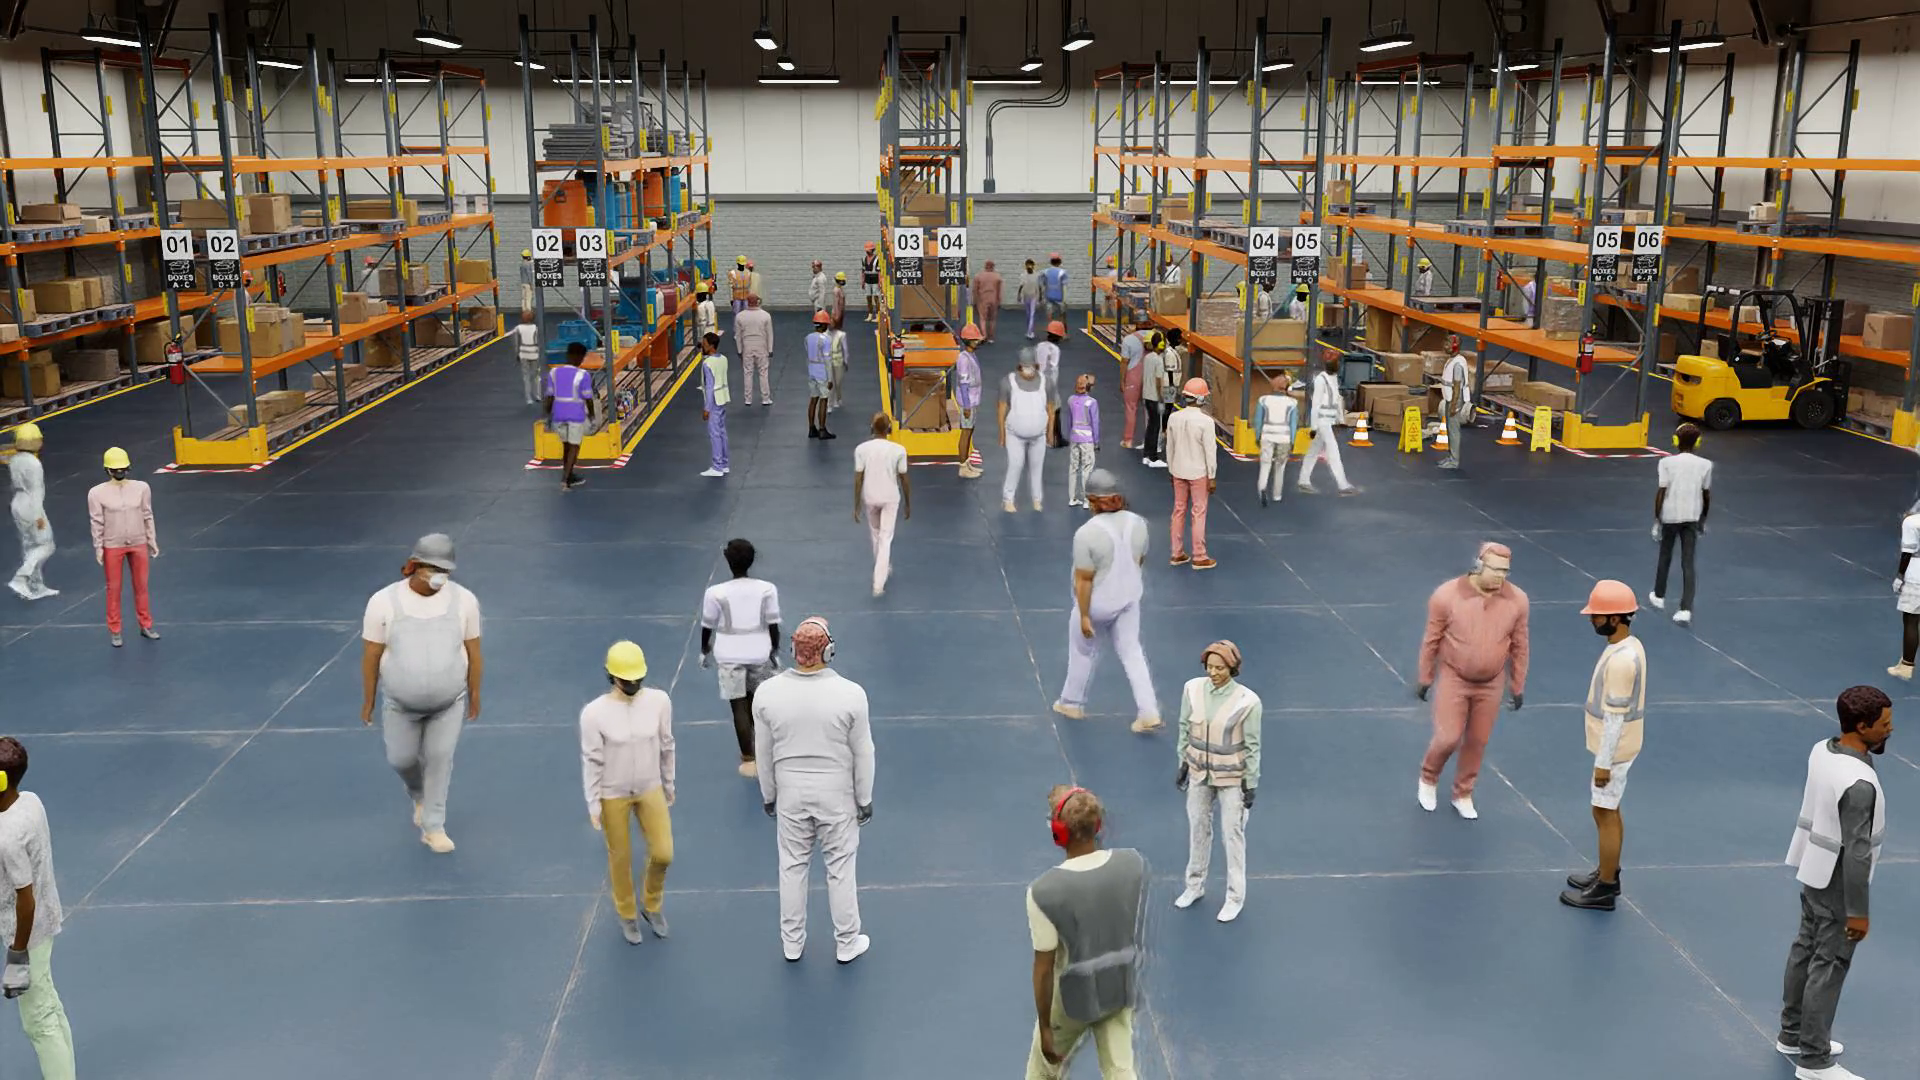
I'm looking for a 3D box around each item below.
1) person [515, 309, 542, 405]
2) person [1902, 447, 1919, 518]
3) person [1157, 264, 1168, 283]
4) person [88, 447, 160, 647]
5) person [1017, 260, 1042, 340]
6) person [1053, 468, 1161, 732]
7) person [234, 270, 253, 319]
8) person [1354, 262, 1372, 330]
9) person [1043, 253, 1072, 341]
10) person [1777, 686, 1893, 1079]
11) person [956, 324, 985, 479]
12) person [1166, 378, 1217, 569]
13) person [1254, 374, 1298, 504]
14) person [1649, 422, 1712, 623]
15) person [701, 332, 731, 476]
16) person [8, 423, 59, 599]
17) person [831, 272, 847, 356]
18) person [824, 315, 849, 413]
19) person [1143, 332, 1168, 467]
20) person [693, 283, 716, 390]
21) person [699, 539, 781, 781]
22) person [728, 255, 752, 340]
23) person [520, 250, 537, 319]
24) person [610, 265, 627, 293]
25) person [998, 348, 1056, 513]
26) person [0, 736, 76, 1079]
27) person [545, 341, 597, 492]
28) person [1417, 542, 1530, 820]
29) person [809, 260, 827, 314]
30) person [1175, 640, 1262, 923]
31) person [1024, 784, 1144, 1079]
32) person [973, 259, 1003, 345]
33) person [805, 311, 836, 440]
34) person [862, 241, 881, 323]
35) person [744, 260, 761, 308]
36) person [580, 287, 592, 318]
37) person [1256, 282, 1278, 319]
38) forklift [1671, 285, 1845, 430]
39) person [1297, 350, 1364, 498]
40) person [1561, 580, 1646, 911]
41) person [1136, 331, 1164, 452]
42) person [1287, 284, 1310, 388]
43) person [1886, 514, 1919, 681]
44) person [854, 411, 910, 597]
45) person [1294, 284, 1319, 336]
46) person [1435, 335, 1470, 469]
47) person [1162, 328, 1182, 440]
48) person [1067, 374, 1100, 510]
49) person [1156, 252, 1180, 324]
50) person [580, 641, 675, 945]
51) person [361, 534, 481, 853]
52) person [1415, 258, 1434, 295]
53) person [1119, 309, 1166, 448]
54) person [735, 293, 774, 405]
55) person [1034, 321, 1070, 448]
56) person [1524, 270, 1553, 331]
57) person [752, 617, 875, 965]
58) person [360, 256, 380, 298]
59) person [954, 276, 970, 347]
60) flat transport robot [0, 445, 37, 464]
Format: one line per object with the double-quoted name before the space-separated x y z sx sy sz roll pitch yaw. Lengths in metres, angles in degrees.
"person" -7.325 -3.125 28.400 0.525 1.624 0.467 0 13 0
"person" 10.929 -0.948 18.529 0.424 1.926 0.631 10 17 37
"person" 4.796 -5.736 39.467 0.306 1.622 0.514 1 13 2
"person" -7.340 0.050 14.645 0.528 1.767 0.330 -12 18 -42
"person" 1.583 -5.488 38.003 0.549 1.814 0.999 4 14 16
"person" 1.142 0.424 12.472 0.693 2.000 1.012 -8 16 -31
"person" -13.907 -4.255 32.414 0.404 1.991 0.625 -10 16 -35
"person" 9.687 -5.864 39.979 0.498 1.634 0.281 -9 16 -35
"person" 2.181 -5.445 37.443 0.607 1.986 0.957 5 14 22
"person" 4.086 1.596 7.769 0.391 1.920 0.593 2 13 9
"person" 0.143 -1.840 22.057 0.372 2.042 0.615 2 13 8
"person" 2.421 -0.694 17.304 0.609 1.995 0.378 13 18 43
"person" 3.855 -1.215 20.357 0.522 1.615 0.673 3 14 14
"person" 6.713 -0.173 15.479 0.543 1.830 0.963 2 13 8
"person" -3.270 -1.814 22.211 0.378 1.919 0.597 3 14 13
"person" -9.004 -0.262 16.064 0.501 1.719 0.523 8 15 31
"person" -2.528 -4.768 35.085 0.349 1.759 0.521 2 13 8
"person" -2.113 -2.955 27.709 0.522 1.614 0.770 0 13 -2
"person" 2.695 -1.924 22.820 0.370 1.858 0.529 -3 14 -13
"person" -4.641 -3.683 30.125 0.403 1.919 0.634 3 14 11
"person" -1.564 0.795 11.723 0.551 1.645 0.893 -6 15 -25
"person" -4.999 -5.550 38.040 0.584 1.919 0.375 -9 16 -32
"person" -11.050 -6.525 42.502 0.312 1.768 0.522 -10 17 -37
"person" -7.802 -5.493 37.874 0.585 1.882 0.344 -12 18 -41
"person" 0.817 -1.332 19.911 0.696 2.000 0.541 -2 13 -10
"person" -4.100 1.741 7.260 0.328 1.872 0.512 -6 15 -24
"person" -4.993 -1.570 21.190 0.684 1.923 0.787 5 14 19
"person" 3.329 0.909 10.778 0.669 1.875 0.494 -1 13 -3
"person" -3.108 -5.166 36.457 0.405 1.903 0.636 -2 13 -9
"person" 1.467 1.351 9.433 0.519 1.633 0.314 11 17 39
"person" 0.494 1.870 6.888 0.590 1.791 0.985 -7 15 -27
"person" 0.649 -5.292 37.055 0.658 1.877 0.748 -2 13 -9
"person" -2.080 -2.475 25.001 0.384 1.928 0.546 -12 18 -42
"person" -2.226 -6.458 41.657 0.611 2.031 0.410 9 16 34
"person" -4.900 -5.728 39.183 0.581 1.733 0.588 -12 18 -42
"person" -9.067 -6.042 40.465 0.330 1.765 0.527 -1 13 -3
"person" 5.732 -3.999 31.238 0.409 2.035 0.605 2 13 7
"forklift" 12.503 -2.886 26.166 2.313 2.155 1.214 -1 13 -3
"person" 4.689 -1.459 20.855 0.946 1.837 0.591 6 15 25
"person" 3.706 1.172 9.555 0.394 1.927 0.550 6 14 23
"person" 2.743 -2.132 23.935 0.297 1.743 0.493 -4 14 -18
"person" 6.193 -3.748 30.397 0.371 1.921 0.595 7 15 28
"person" 7.924 0.327 13.647 0.539 1.681 0.318 -1 13 -5
"person" -0.764 -0.371 16.364 0.521 1.798 0.991 2 13 9
"person" 6.961 -4.383 33.595 0.568 1.690 0.323 1 13 2
"person" 6.743 -1.882 22.689 0.388 1.837 0.560 1 13 6
"person" 3.158 -2.338 24.930 0.319 1.690 0.540 2 13 9
"person" 1.497 -1.192 20.173 0.310 1.642 0.514 -11 17 -39
"person" 4.938 -5.894 39.573 0.584 1.882 0.337 1 13 5
"person" -1.786 1.379 9.035 0.539 1.745 0.442 -7 15 -27
"person" -3.361 0.910 10.412 0.738 2.000 0.666 -5 14 -21
"person" 10.713 -5.586 38.411 0.404 1.823 0.591 0 13 1
"person" 2.629 -2.363 24.277 0.685 2.000 0.535 -4 14 -18
"person" -3.481 -3.242 28.289 0.642 1.909 0.410 0 13 2
"person" 1.268 -2.222 24.035 0.928 1.873 0.680 -11 17 -39
"person" 12.160 -4.794 35.030 0.637 1.823 0.708 -1 13 -5
"person" -0.762 1.341 8.876 0.641 1.909 0.409 2 13 8
"person" -14.275 -6.024 40.428 0.624 1.738 0.563 7 15 26
"person" 0.062 -4.958 36.157 0.307 1.629 0.506 -9 16 -35
"flat transport robot" -13.564 -1.146 22.912 1.431 0.197 0.652 -9 16 -33
